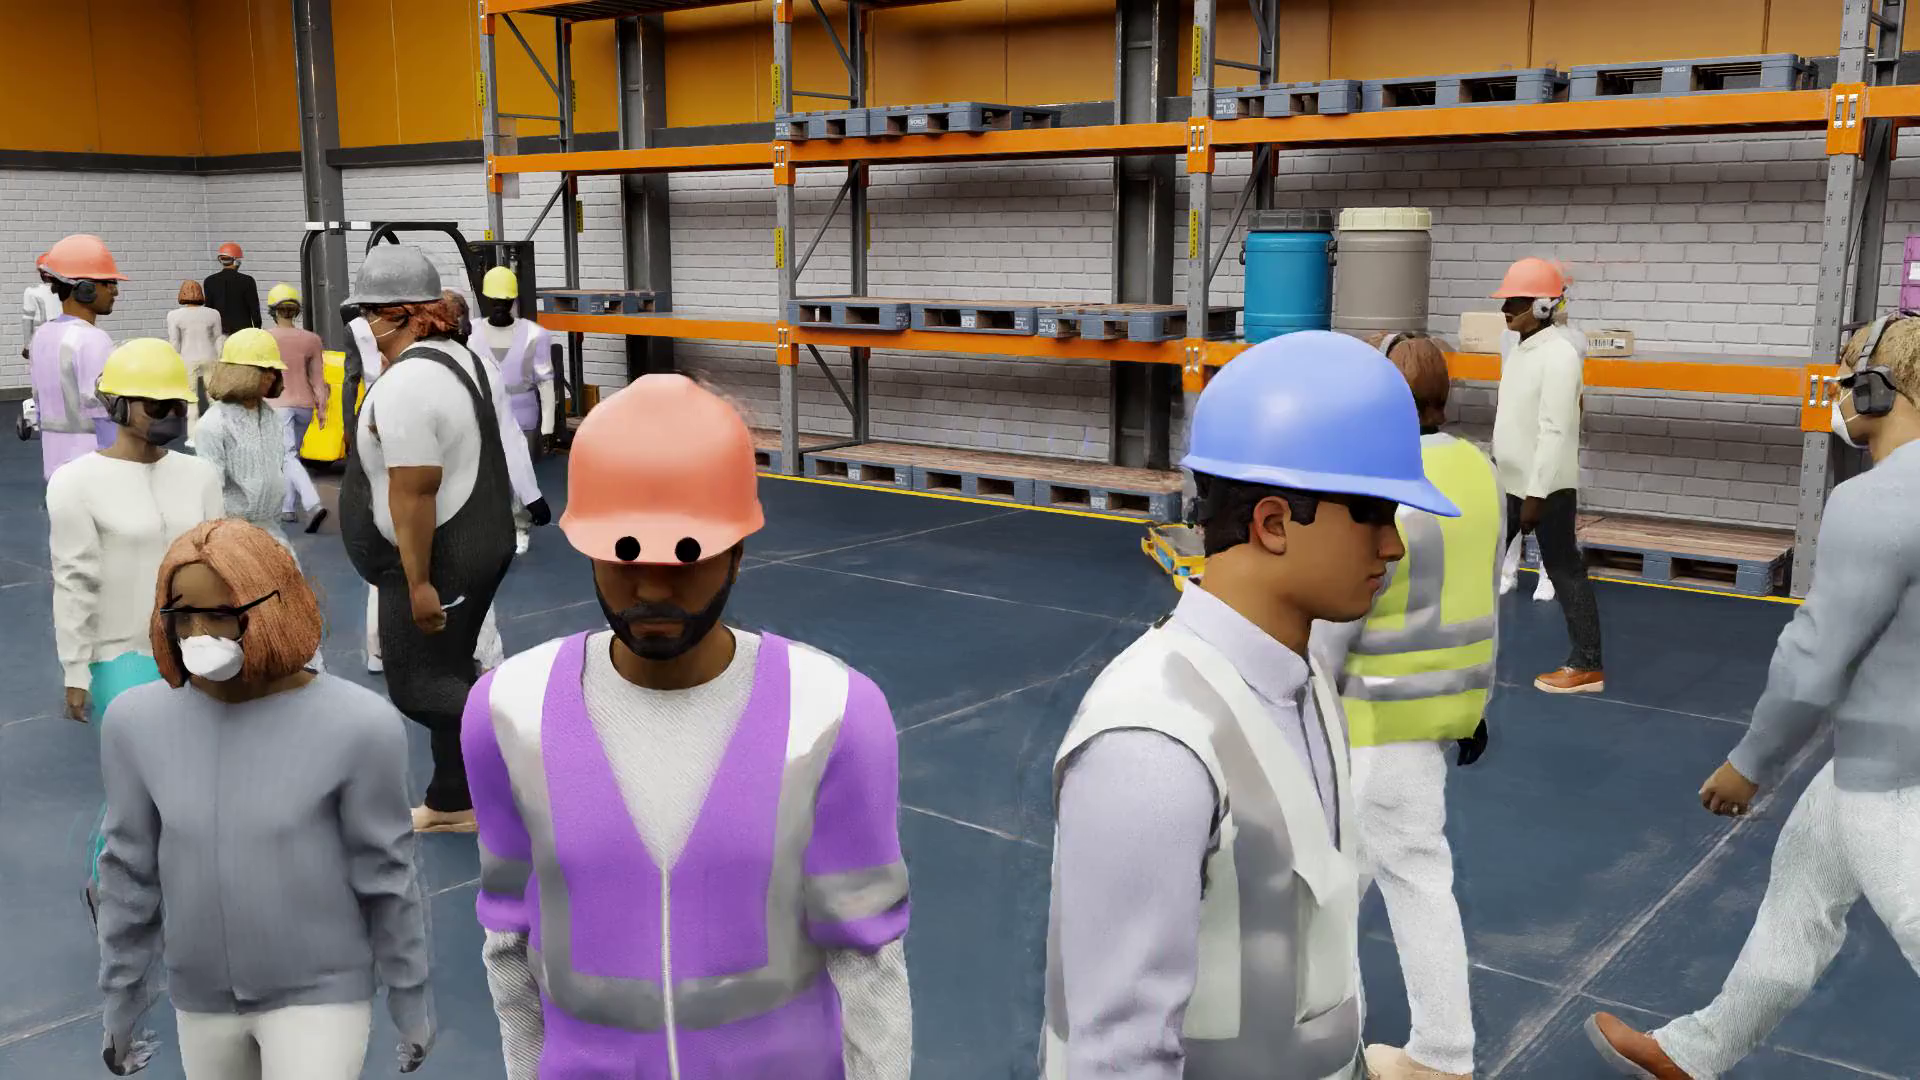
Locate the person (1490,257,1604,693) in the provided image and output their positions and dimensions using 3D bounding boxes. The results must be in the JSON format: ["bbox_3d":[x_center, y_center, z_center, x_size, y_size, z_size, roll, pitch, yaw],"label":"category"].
[{"bbox_3d":[2.452,-0.262,7.352,1.008,1.937,0.642,-1,10,-5],"label":"person"}]

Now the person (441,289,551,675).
[{"bbox_3d":[-2.174,-0.179,7.331,0.678,1.829,0.642,7,12,33],"label":"person"}]

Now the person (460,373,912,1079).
[{"bbox_3d":[-0.340,0.708,2.175,0.552,1.879,1.044,0,10,-3],"label":"person"}]

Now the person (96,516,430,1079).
[{"bbox_3d":[-1.131,0.734,2.793,0.520,1.607,0.747,1,10,4],"label":"person"}]

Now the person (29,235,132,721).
[{"bbox_3d":[-3.663,-0.262,7.077,0.614,2.041,0.390,9,13,39],"label":"person"}]

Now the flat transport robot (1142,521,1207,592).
[{"bbox_3d":[1.539,0.087,10.052,0.652,0.197,1.431,-1,10,-3],"label":"flat transport robot"}]

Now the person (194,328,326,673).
[{"bbox_3d":[-2.868,-0.002,6.647,0.951,1.685,0.511,3,11,18],"label":"person"}]

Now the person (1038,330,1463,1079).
[{"bbox_3d":[0.289,0.727,1.918,0.485,1.927,0.609,4,11,23],"label":"person"}]

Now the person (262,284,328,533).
[{"bbox_3d":[-4.670,-0.929,11.660,0.888,1.725,0.529,8,13,38],"label":"person"}]

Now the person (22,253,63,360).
[{"bbox_3d":[-9.670,-2.114,17.791,1.013,1.896,0.547,8,13,38],"label":"person"}]

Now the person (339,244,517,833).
[{"bbox_3d":[-1.660,0.031,5.457,0.720,2.000,0.689,1,10,5],"label":"person"}]

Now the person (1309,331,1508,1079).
[{"bbox_3d":[0.925,0.405,4.035,0.901,1.802,0.654,9,14,42],"label":"person"}]

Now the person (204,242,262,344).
[{"bbox_3d":[-8.281,-2.392,19.013,0.622,1.992,0.396,0,10,0],"label":"person"}]

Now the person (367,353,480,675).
[{"bbox_3d":[-2.510,-0.176,7.798,0.672,1.608,0.516,-9,13,-40],"label":"person"}]

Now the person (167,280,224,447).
[{"bbox_3d":[-7.490,-1.730,16.344,0.498,1.633,0.285,-7,13,-35],"label":"person"}]

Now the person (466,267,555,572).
[{"bbox_3d":[-2.832,-0.771,10.408,0.595,1.864,1.038,-2,10,-11],"label":"person"}]

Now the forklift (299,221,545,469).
[{"bbox_3d":[-4.922,-1.741,14.854,1.214,2.155,2.313,8,13,38],"label":"forklift"}]

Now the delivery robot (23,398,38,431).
[{"bbox_3d":[-9.337,-1.371,17.086,0.477,0.478,0.707,-2,11,-12],"label":"delivery robot"}]

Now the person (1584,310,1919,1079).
[{"bbox_3d":[1.904,0.466,3.510,1.037,1.873,0.618,9,14,41],"label":"person"}]

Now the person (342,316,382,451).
[{"bbox_3d":[-3.555,-0.776,10.408,0.631,1.882,0.837,-6,12,-31],"label":"person"}]

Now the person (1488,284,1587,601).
[{"bbox_3d":[3.245,-0.588,9.405,0.509,1.858,0.333,8,13,38],"label":"person"}]

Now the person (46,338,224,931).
[{"bbox_3d":[-2.234,0.316,4.640,0.356,1.753,0.552,5,11,26],"label":"person"}]
